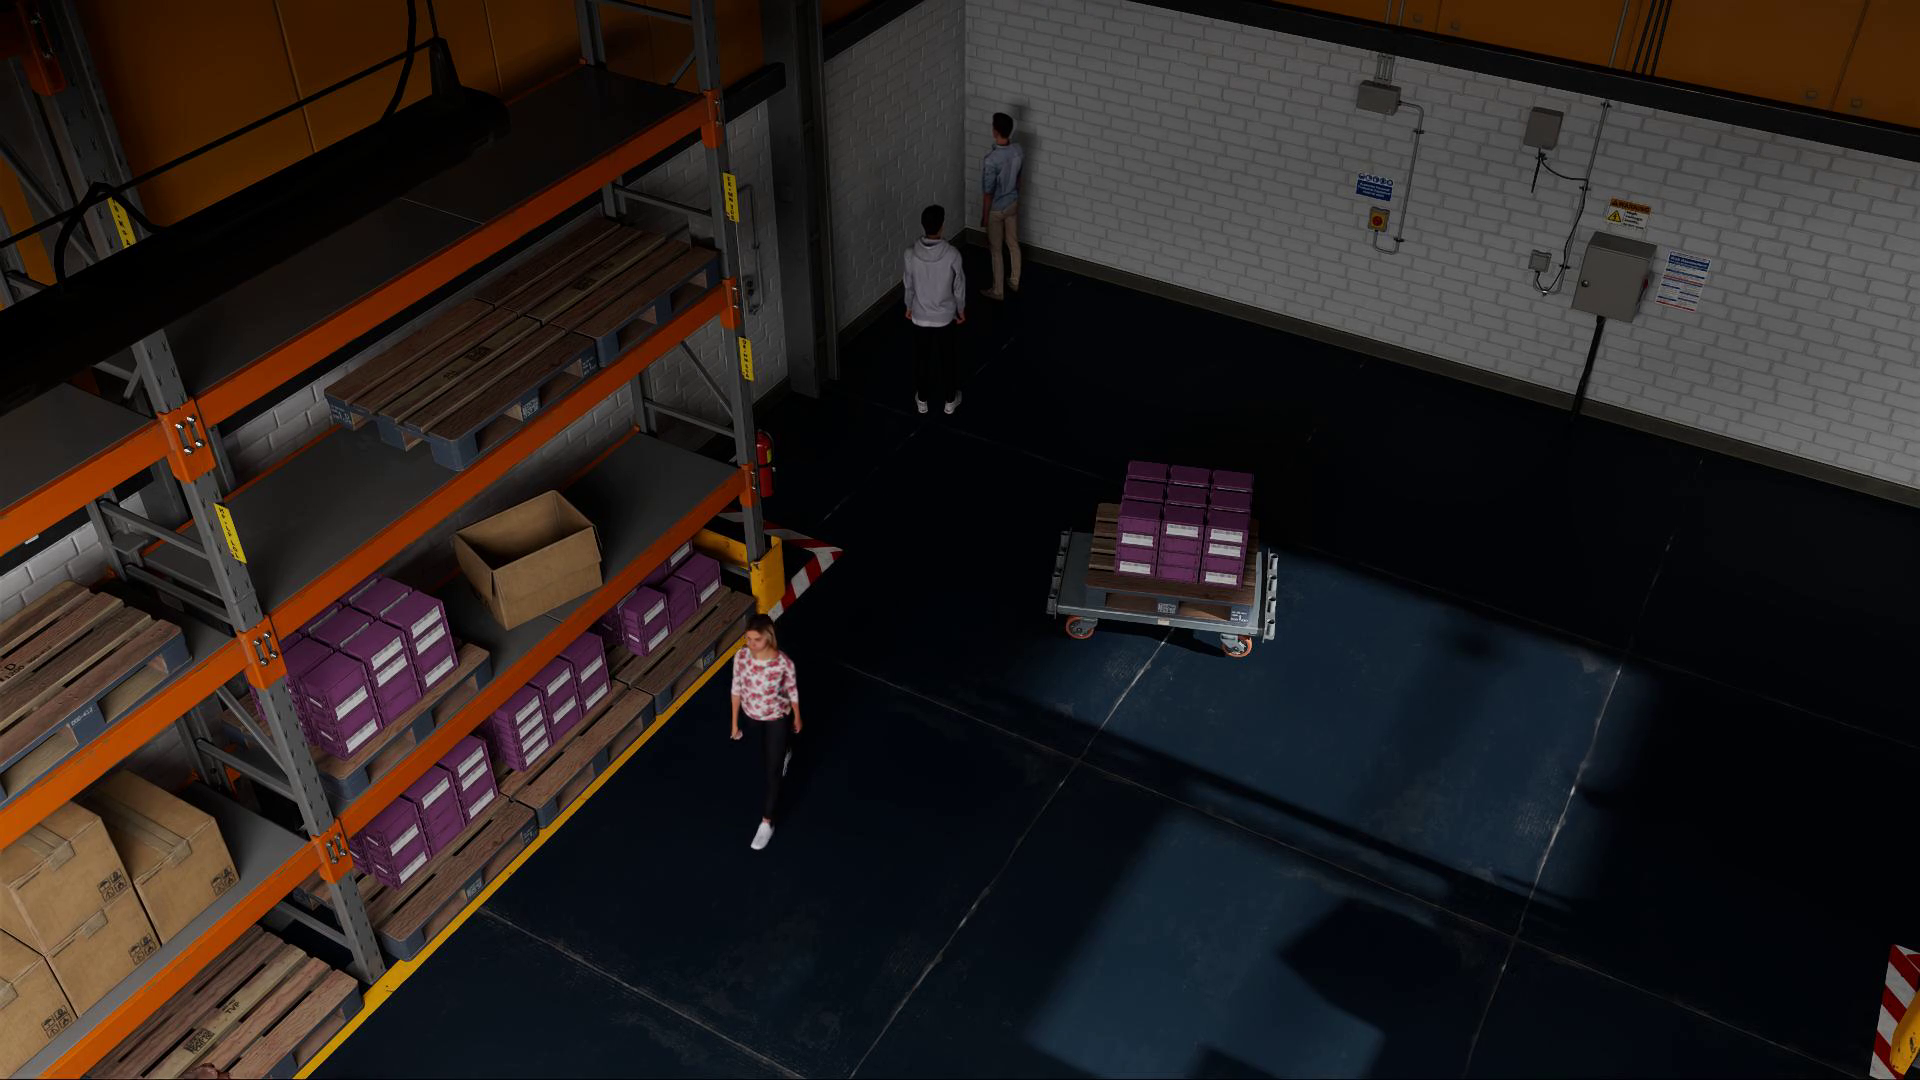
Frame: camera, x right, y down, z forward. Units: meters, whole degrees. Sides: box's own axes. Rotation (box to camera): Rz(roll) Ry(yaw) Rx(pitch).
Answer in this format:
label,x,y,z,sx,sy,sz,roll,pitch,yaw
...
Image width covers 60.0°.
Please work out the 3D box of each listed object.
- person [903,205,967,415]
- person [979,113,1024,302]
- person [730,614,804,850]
label,x,y,z,sx,sy,sz,roll,pitch,yaw
person,-0.222,-1.947,14.152,0.764,1.929,0.735,3,39,4
person,0.395,-3.152,15.727,0.568,1.847,0.764,-32,48,-34
person,-1.212,1.069,10.655,0.719,1.580,1.179,11,40,14
